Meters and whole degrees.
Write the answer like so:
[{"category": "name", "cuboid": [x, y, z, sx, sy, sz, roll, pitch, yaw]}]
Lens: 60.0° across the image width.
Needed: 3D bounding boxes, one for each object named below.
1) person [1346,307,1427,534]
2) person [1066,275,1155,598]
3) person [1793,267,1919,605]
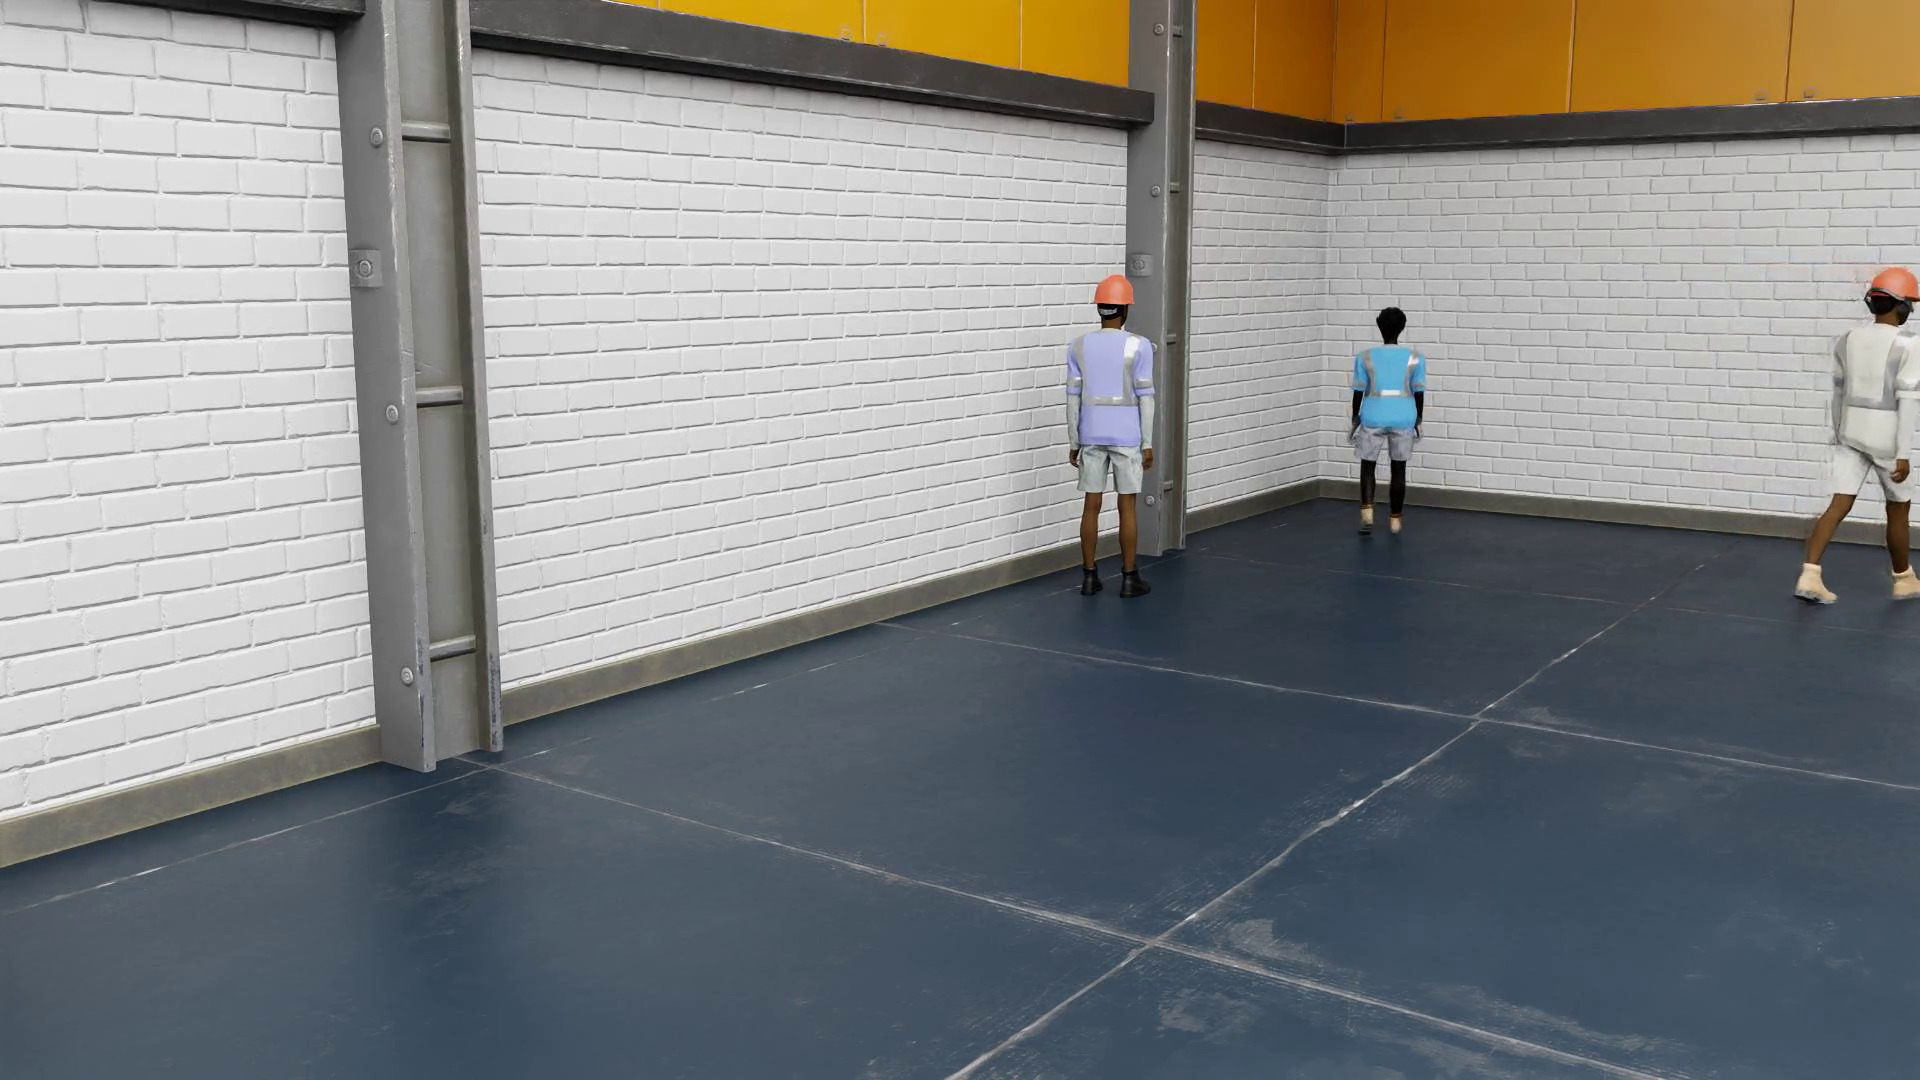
[{"category": "person", "cuboid": [3.143, -0.872, 12.273, 0.568, 1.694, 0.441, 2, 10, 12]}, {"category": "person", "cuboid": [0.911, -0.617, 10.018, 0.543, 1.939, 0.370, 4, 10, 23]}, {"category": "person", "cuboid": [5.357, -0.598, 9.769, 1.073, 1.992, 0.627, -4, 10, -24]}]
